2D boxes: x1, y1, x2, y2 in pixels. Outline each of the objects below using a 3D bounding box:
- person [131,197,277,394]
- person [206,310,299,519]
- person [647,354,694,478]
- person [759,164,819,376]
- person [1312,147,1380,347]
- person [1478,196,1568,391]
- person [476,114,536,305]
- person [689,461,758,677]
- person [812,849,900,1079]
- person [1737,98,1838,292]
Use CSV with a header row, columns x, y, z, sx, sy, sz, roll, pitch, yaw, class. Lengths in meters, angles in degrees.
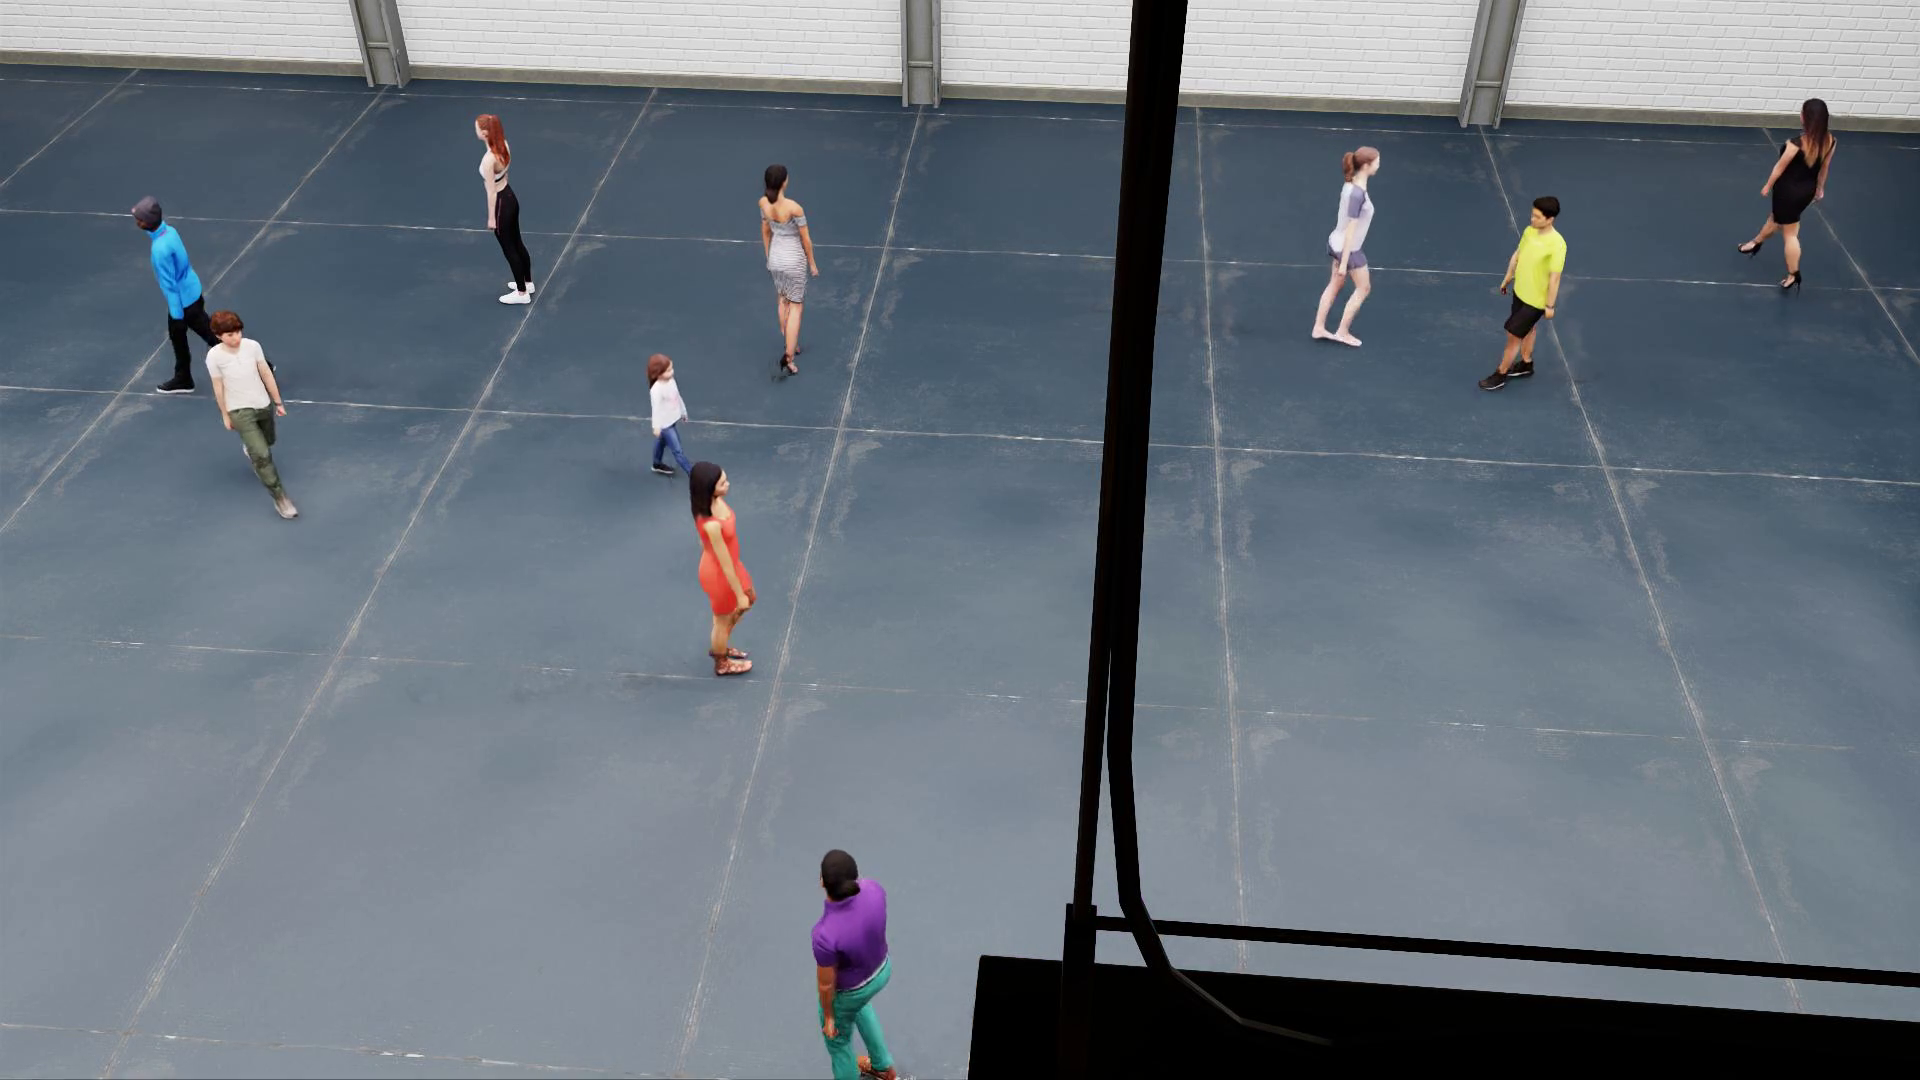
x,y,z,sx,sy,sz,roll,pitch,yaw,class
-6.034,-1.905,13.193,1.264,1.762,0.934,-10,40,-12,person
-5.220,-0.984,12.149,1.032,1.625,1.119,-31,48,-33,person
-2.261,-0.926,12.509,0.767,1.086,0.534,10,40,13,person
-1.421,-2.187,13.499,0.752,1.819,0.807,22,44,25,person
3.135,-2.438,13.871,0.646,1.748,0.617,2,39,3,person
4.677,-2.006,13.382,0.930,1.684,0.825,-10,40,-12,person
-3.950,-2.874,14.421,0.521,1.742,0.591,5,39,6,person
-1.595,0.235,10.558,0.649,1.706,0.654,-6,39,-8,person
-0.454,2.169,8.106,0.850,1.744,0.801,19,42,22,person
7.376,-2.975,14.613,1.100,1.661,1.020,-14,41,-17,person
